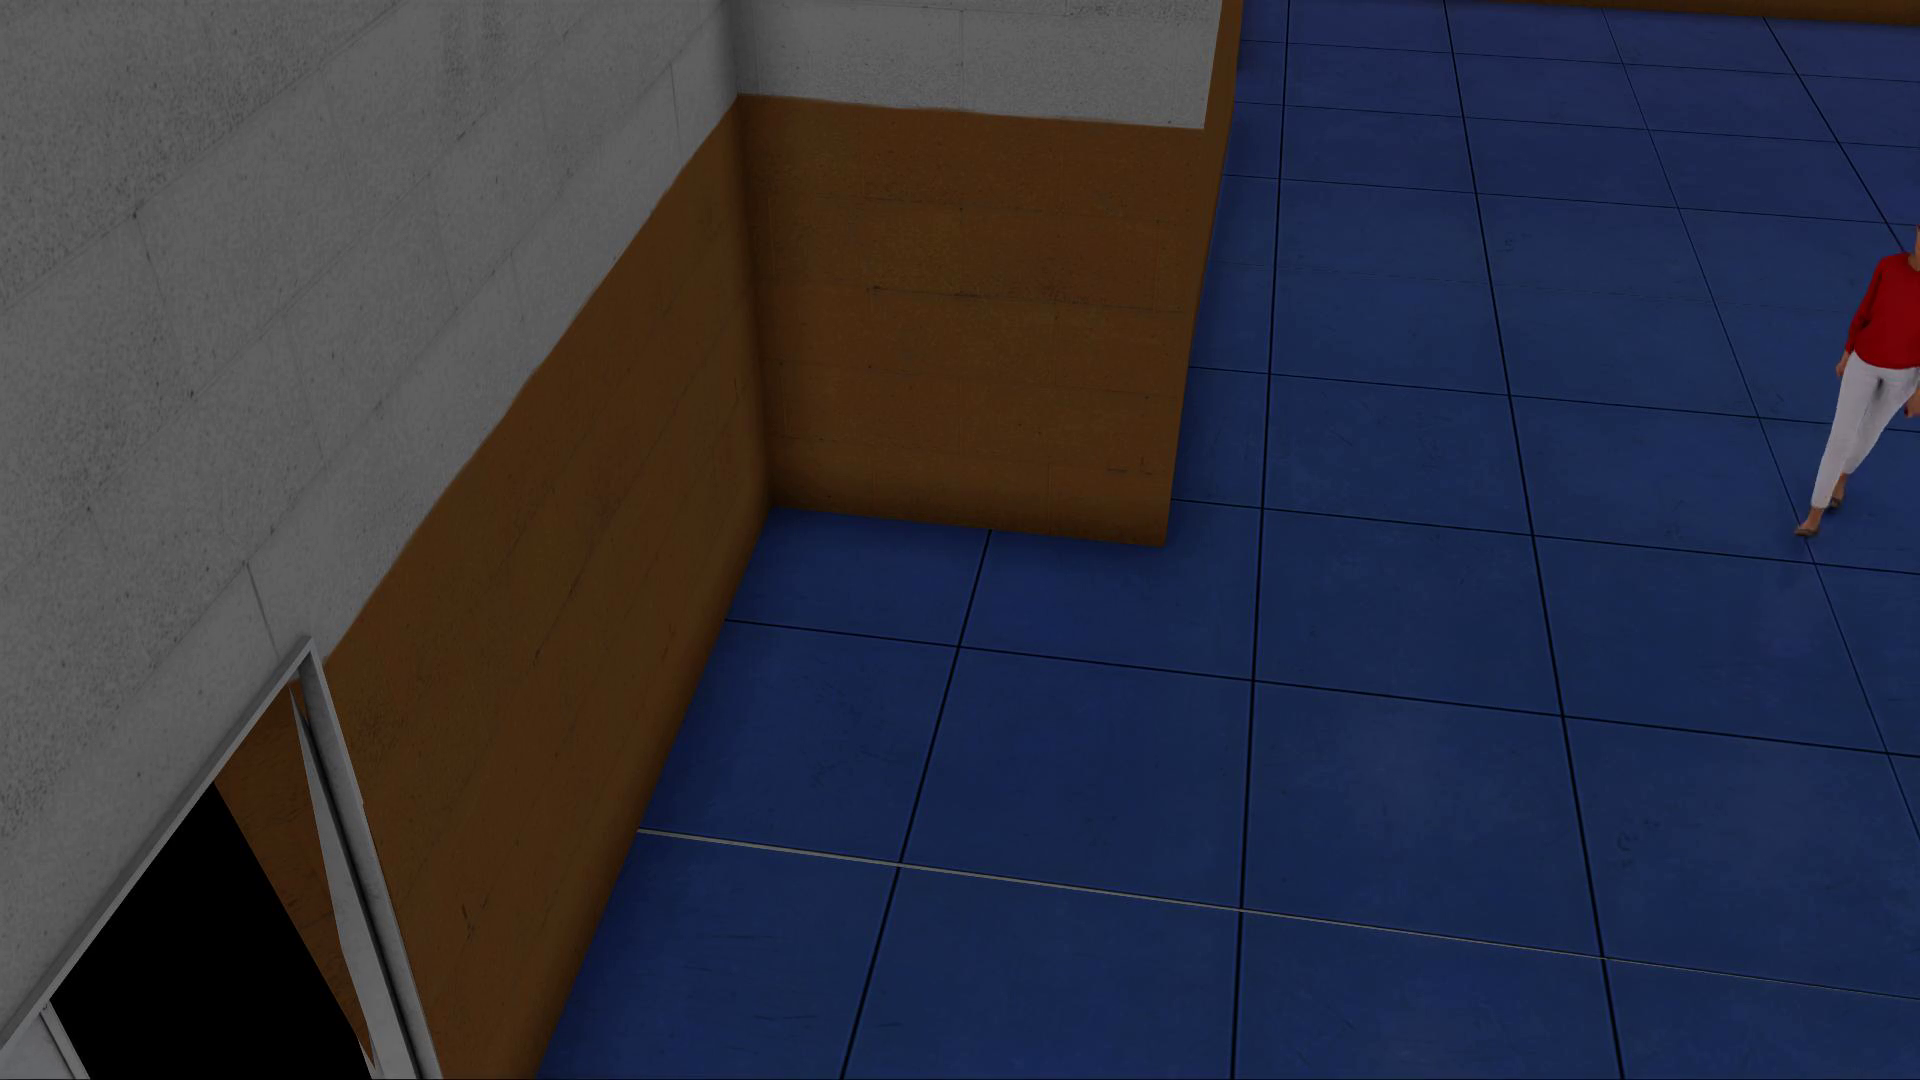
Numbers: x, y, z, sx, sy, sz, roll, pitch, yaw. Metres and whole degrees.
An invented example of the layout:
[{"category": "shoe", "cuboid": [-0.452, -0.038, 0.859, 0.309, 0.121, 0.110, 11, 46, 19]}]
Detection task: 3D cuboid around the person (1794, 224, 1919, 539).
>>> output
[{"category": "person", "cuboid": [4.446, -0.834, 7.978, 1.040, 1.661, 0.890, 21, 42, 25]}]
